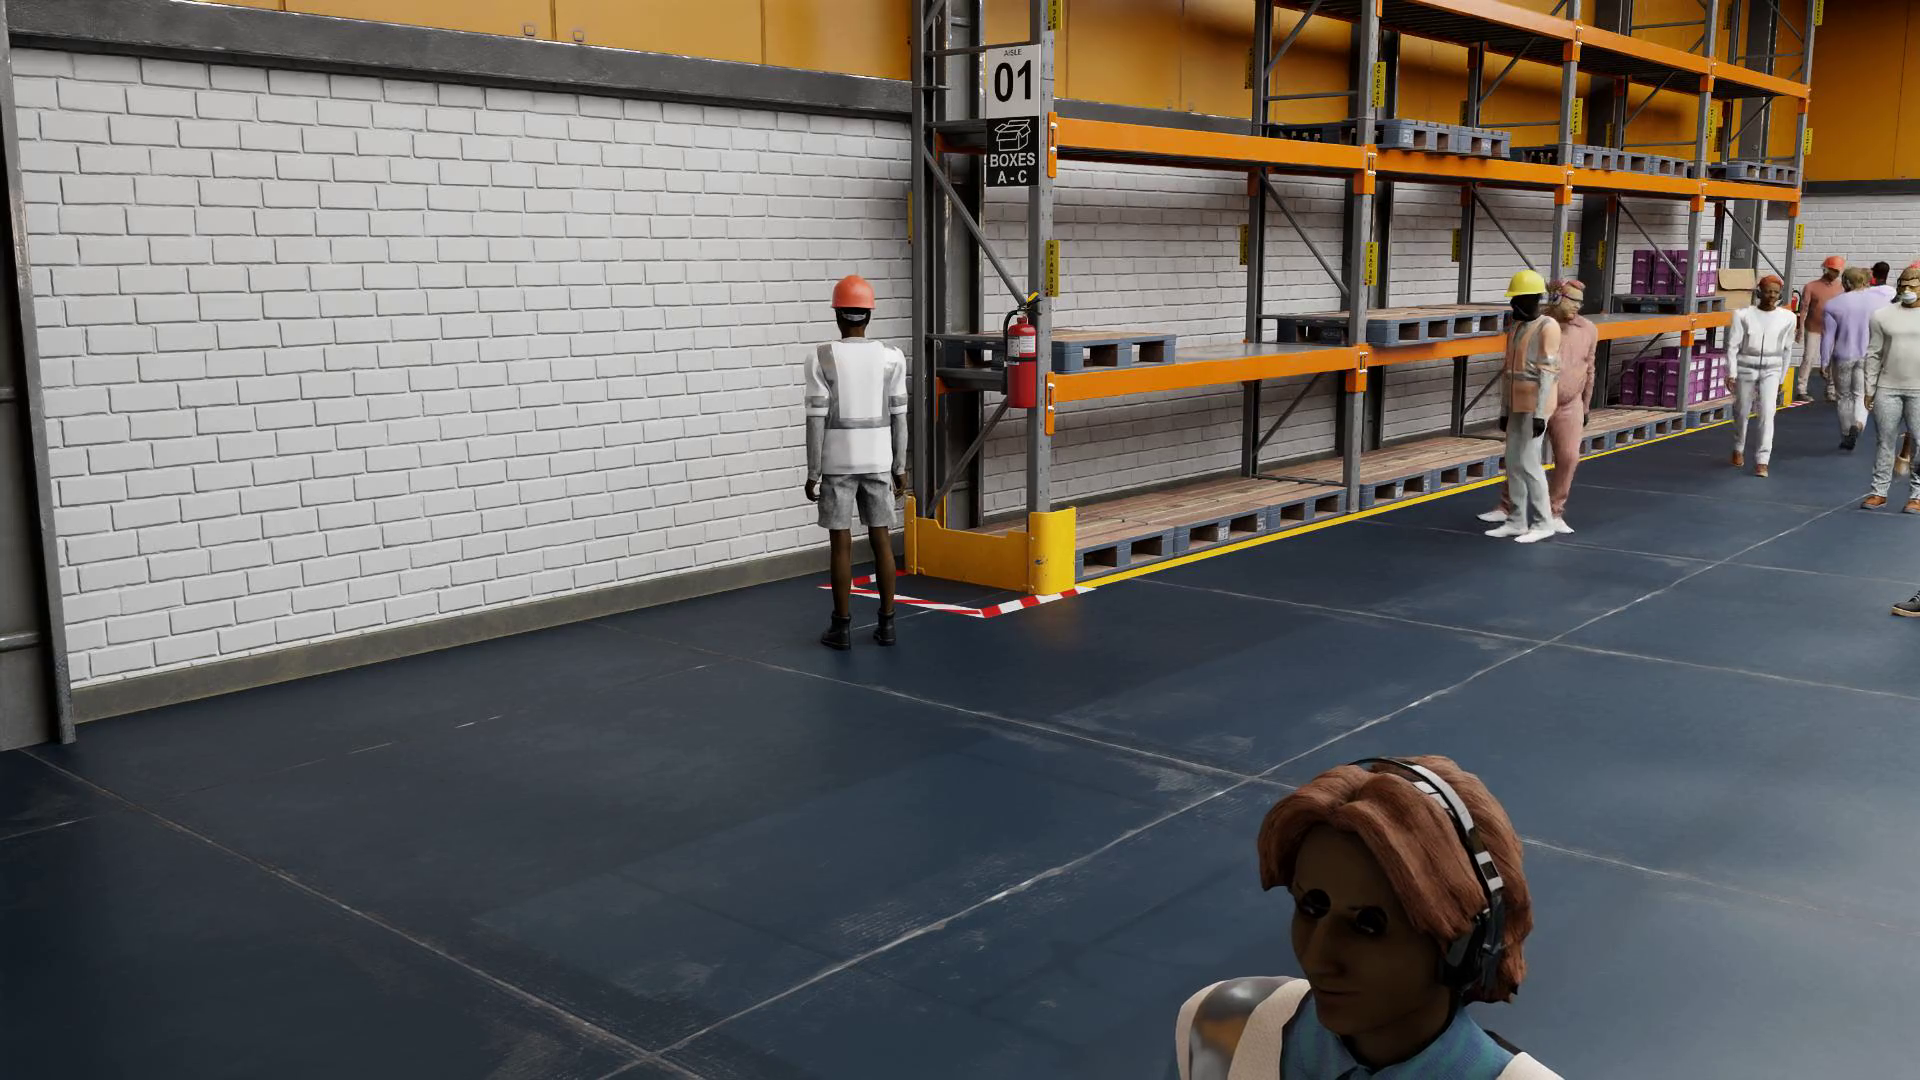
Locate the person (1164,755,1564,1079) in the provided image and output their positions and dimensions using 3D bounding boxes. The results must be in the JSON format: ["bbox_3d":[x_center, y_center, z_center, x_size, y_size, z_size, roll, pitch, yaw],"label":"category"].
[{"bbox_3d":[0.378,0.993,1.570,0.514,1.641,0.307,9,13,42],"label":"person"}]

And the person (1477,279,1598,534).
[{"bbox_3d":[4.276,-0.990,12.289,0.775,1.860,0.544,2,10,12],"label":"person"}]

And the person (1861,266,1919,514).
[{"bbox_3d":[7.451,-1.178,13.104,0.630,1.933,0.356,9,13,42],"label":"person"}]

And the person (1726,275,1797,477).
[{"bbox_3d":[7.414,-1.541,15.458,0.570,1.840,0.994,4,11,21],"label":"person"}]

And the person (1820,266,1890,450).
[{"bbox_3d":[9.097,-1.827,16.918,0.652,1.894,0.789,4,11,19],"label":"person"}]

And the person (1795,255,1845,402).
[{"bbox_3d":[11.609,-2.841,22.430,0.706,1.980,0.445,0,10,2],"label":"person"}]

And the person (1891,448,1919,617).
[{"bbox_3d":[5.518,-0.501,9.140,0.367,1.967,0.606,-3,10,-14],"label":"person"}]

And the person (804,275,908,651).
[{"bbox_3d":[-0.549,-0.397,8.636,0.551,1.934,0.373,-3,11,-19],"label":"person"}]

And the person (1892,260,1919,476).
[{"bbox_3d":[8.561,-1.487,14.771,0.644,1.980,1.041,0,10,-1],"label":"person"}]

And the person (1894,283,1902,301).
[{"bbox_3d":[12.824,-2.842,22.263,0.961,2.000,0.709,-9,13,-42],"label":"person"}]

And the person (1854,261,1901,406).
[{"bbox_3d":[11.850,-2.651,21.575,0.454,1.905,0.604,-7,12,-35],"label":"person"}]

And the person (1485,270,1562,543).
[{"bbox_3d":[4.010,-0.939,11.768,0.406,1.917,0.619,-2,10,-9],"label":"person"}]

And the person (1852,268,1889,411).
[{"bbox_3d":[11.263,-2.484,20.823,0.591,1.827,0.489,8,13,40],"label":"person"}]
